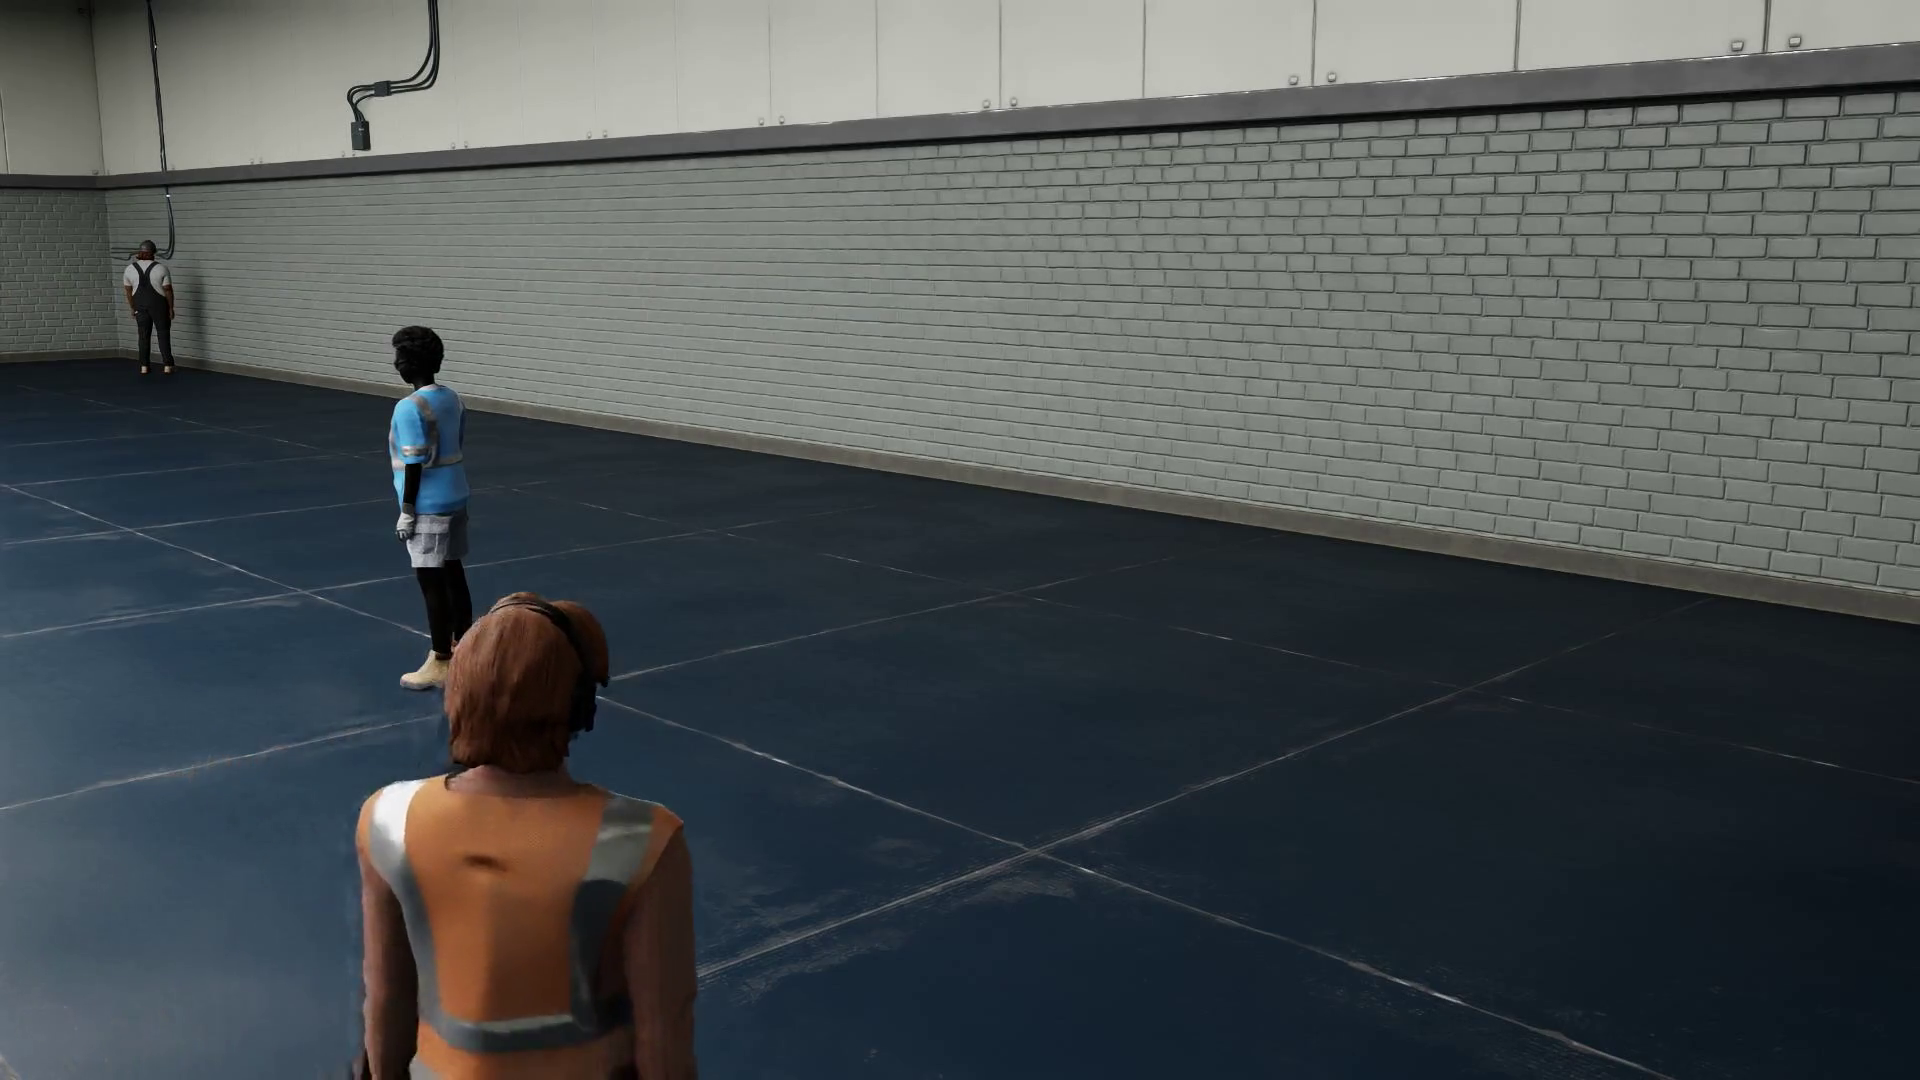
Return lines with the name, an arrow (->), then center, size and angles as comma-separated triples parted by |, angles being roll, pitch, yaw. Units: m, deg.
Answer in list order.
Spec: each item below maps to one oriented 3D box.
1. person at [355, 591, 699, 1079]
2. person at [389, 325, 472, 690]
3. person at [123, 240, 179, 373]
person -> -0.635, 0.880, 2.398 | 0.523, 1.611, 0.761 | 1, 10, 6
person -> -2.491, -0.158, 7.827 | 0.318, 1.697, 0.533 | 1, 10, 6
person -> -12.498, -3.597, 25.760 | 0.689, 2.000, 0.539 | -1, 10, -7
